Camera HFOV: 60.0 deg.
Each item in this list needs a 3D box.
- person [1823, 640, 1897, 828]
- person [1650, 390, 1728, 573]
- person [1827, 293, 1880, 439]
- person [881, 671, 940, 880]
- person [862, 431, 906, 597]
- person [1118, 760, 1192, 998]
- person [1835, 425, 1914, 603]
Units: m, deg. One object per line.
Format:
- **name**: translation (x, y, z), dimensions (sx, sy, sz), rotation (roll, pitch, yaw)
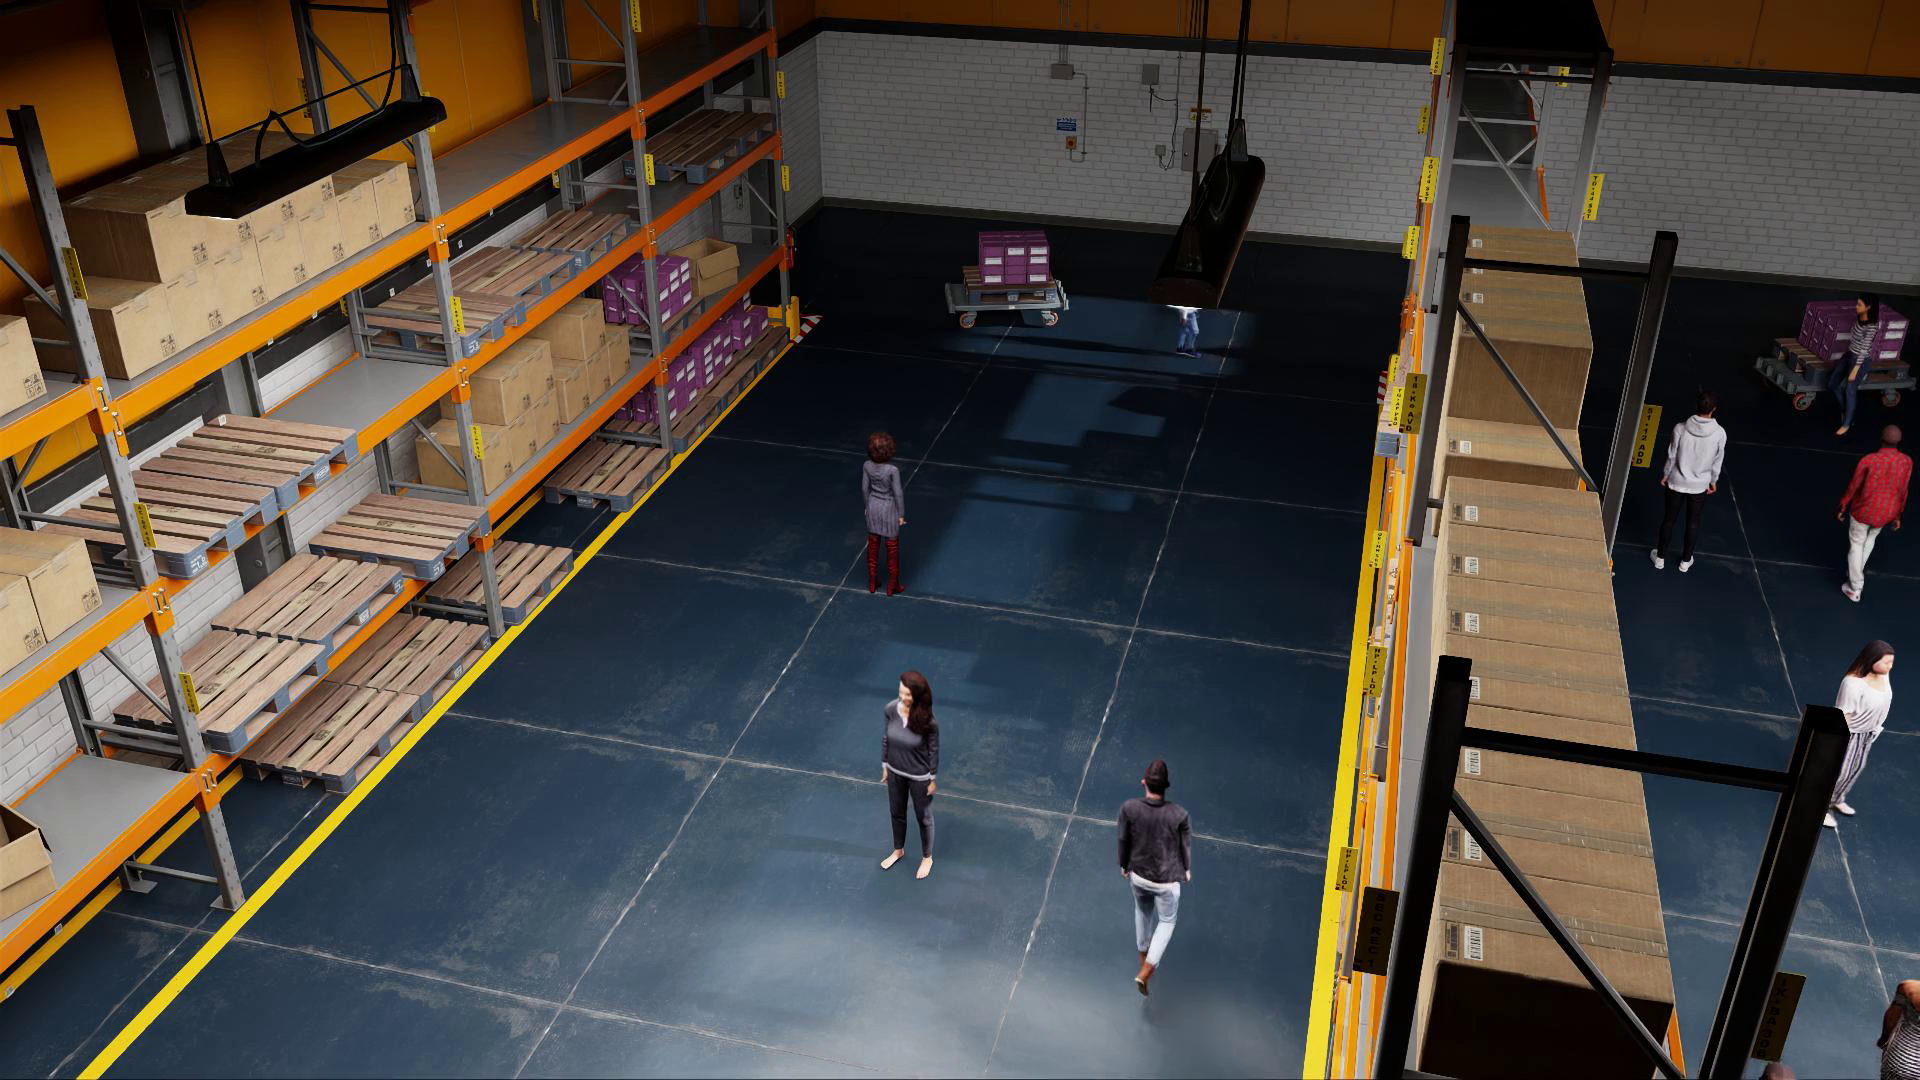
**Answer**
- **person**: translation (7.018, 1.482, 13.101), dimensions (0.771, 1.676, 0.853), rotation (-20, 34, -32)
- **person**: translation (7.300, -0.594, 16.642), dimensions (0.684, 1.930, 0.590), rotation (9, 30, 15)
- **person**: translation (10.543, -2.024, 19.418), dimensions (0.721, 1.783, 0.601), rotation (1, 29, 1)
- **person**: translation (-0.374, 1.740, 12.530), dimensions (0.638, 1.771, 0.565), rotation (12, 31, 20)
- **person**: translation (-0.754, -0.258, 16.257), dimensions (0.626, 1.710, 0.581), rotation (14, 32, 24)
- **person**: translation (1.326, 2.329, 11.398), dimensions (0.706, 1.822, 0.967), rotation (10, 30, 17)
- **person**: translation (8.872, -0.233, 16.117), dimensions (0.744, 1.800, 0.846), rotation (5, 29, 8)
